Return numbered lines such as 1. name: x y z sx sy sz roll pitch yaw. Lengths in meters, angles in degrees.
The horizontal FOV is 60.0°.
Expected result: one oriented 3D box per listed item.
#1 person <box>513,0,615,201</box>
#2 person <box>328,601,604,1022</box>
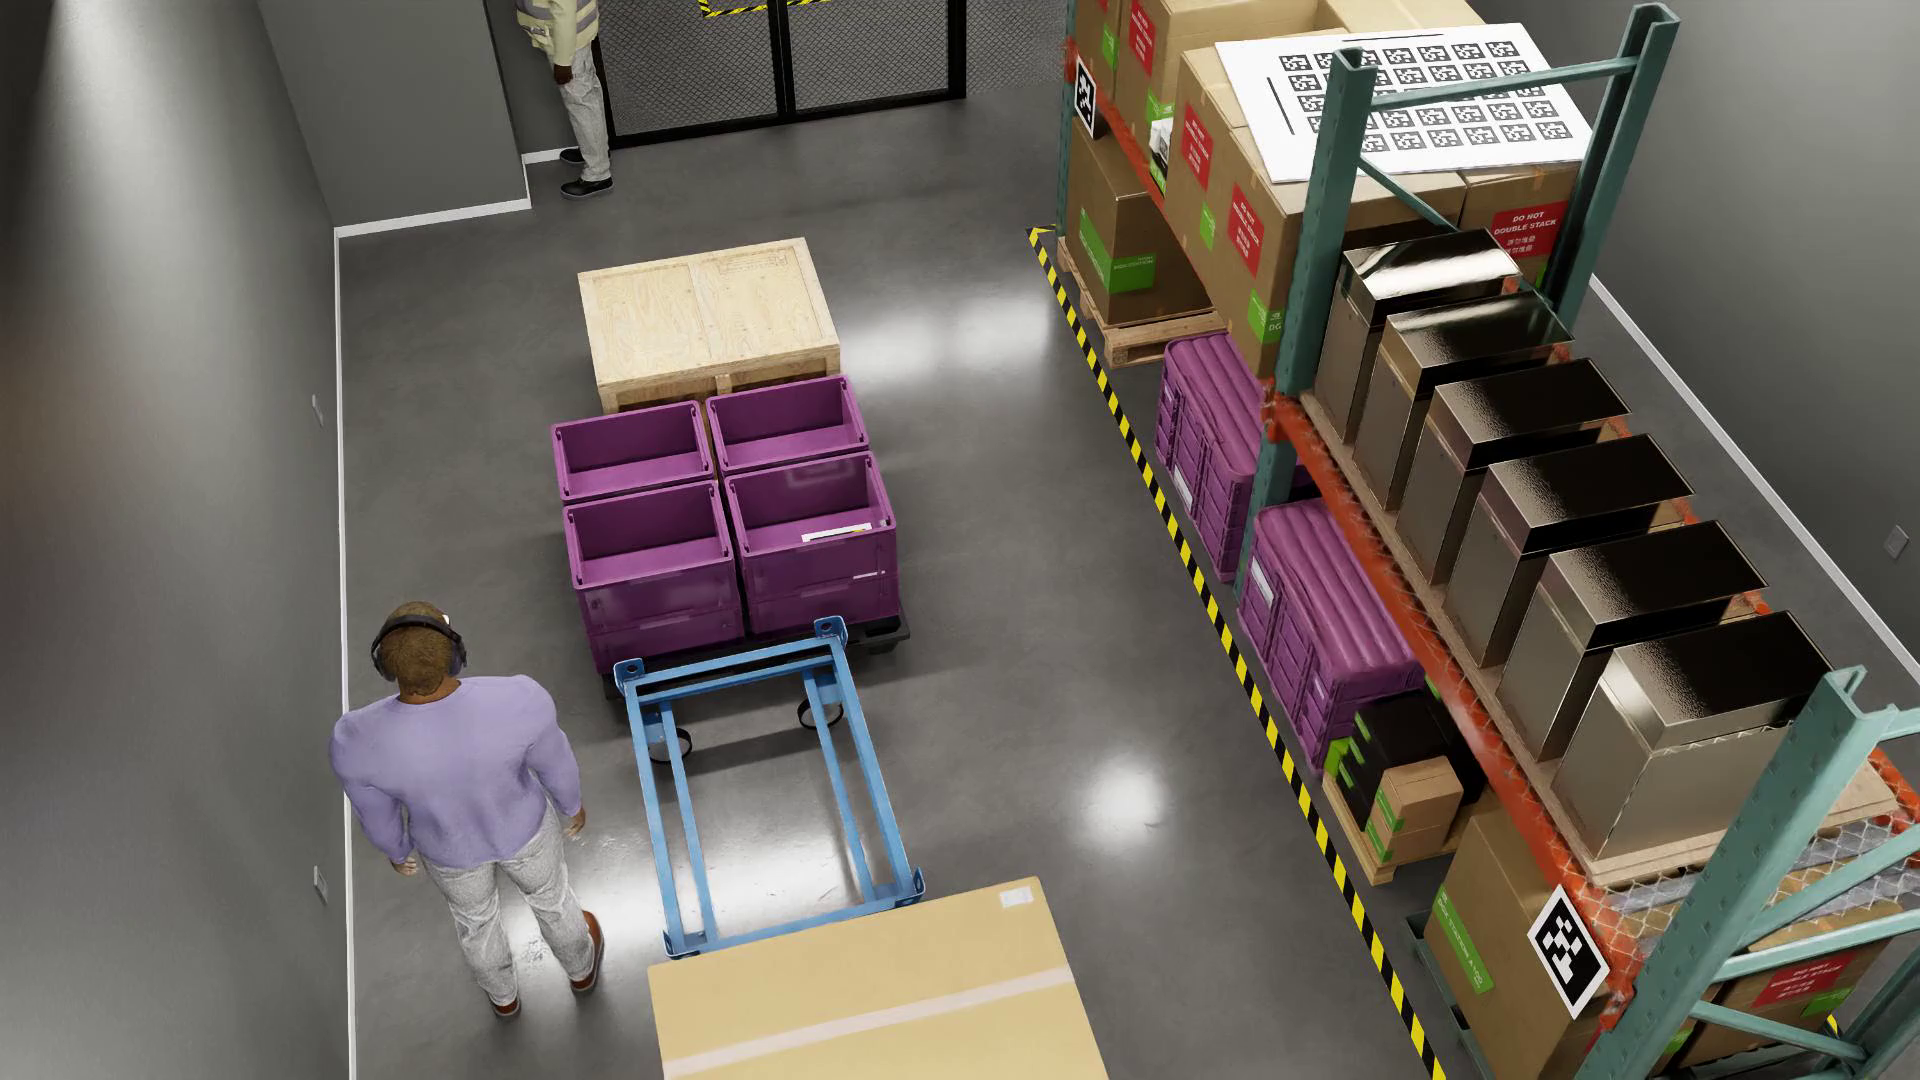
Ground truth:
1. person: -1.996 -2.568 8.316 0.404 1.832 0.599 -6 48 -5
2. person: -1.458 0.867 5.089 0.635 1.938 0.359 -13 49 -12
